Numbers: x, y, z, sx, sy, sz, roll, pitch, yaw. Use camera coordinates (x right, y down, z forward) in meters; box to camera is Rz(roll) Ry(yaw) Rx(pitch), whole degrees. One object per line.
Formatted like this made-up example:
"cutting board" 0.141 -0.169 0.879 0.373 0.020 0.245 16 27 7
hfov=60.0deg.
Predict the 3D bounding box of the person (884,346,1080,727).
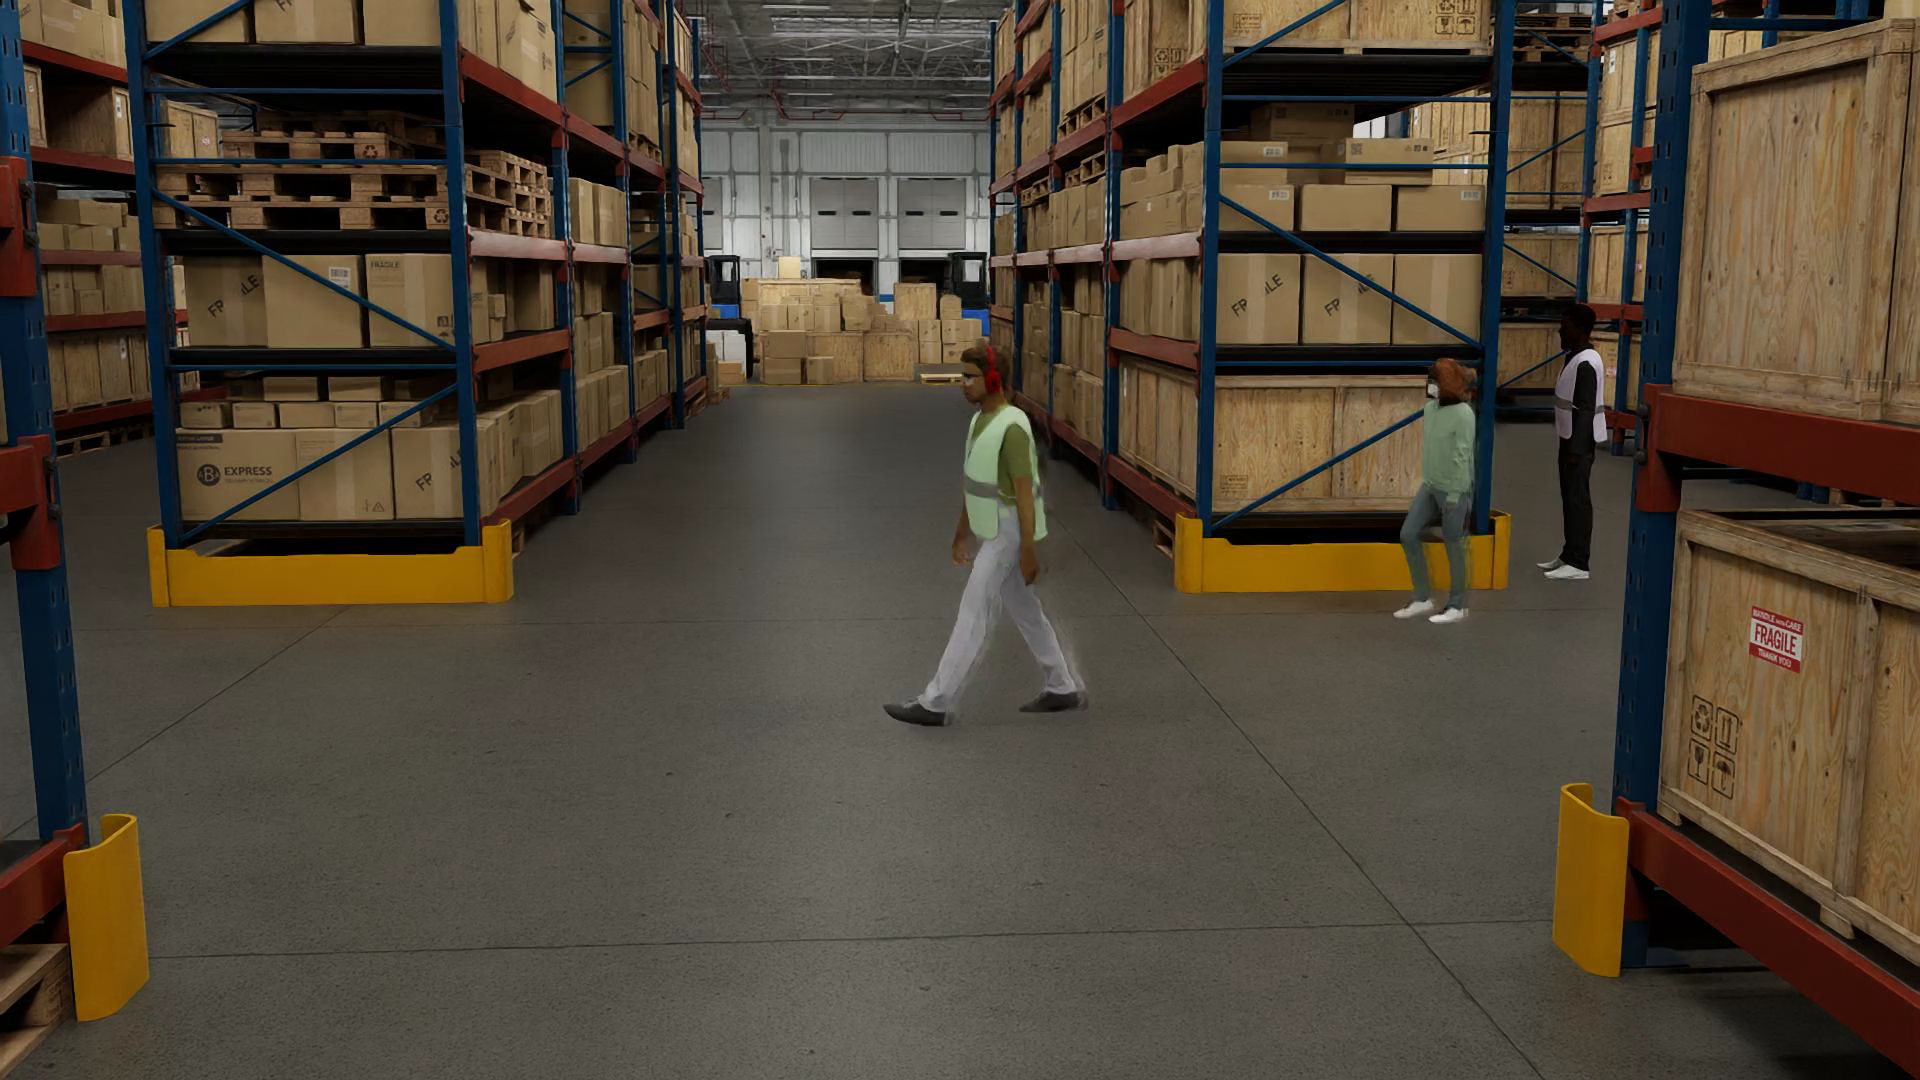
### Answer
"person" 0.143 -0.017 7.852 1.001 1.790 0.599 -2 9 -14

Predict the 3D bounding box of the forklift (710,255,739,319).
"forklift" -8.368 -8.713 59.038 1.129 2.768 1.873 -1 9 -4

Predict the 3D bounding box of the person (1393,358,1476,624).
"person" 2.863 -0.286 10.035 0.545 1.614 0.513 -3 10 -19

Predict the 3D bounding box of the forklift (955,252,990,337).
"forklift" 0.345 -7.378 50.655 1.129 2.768 1.873 -2 9 -10

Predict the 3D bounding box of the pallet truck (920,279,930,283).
"pallet truck" -0.932 -8.922 63.114 1.885 1.965 0.823 2 9 13

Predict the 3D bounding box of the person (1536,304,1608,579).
"person" 4.311 -0.684 11.637 0.391 1.920 0.593 2 9 12
